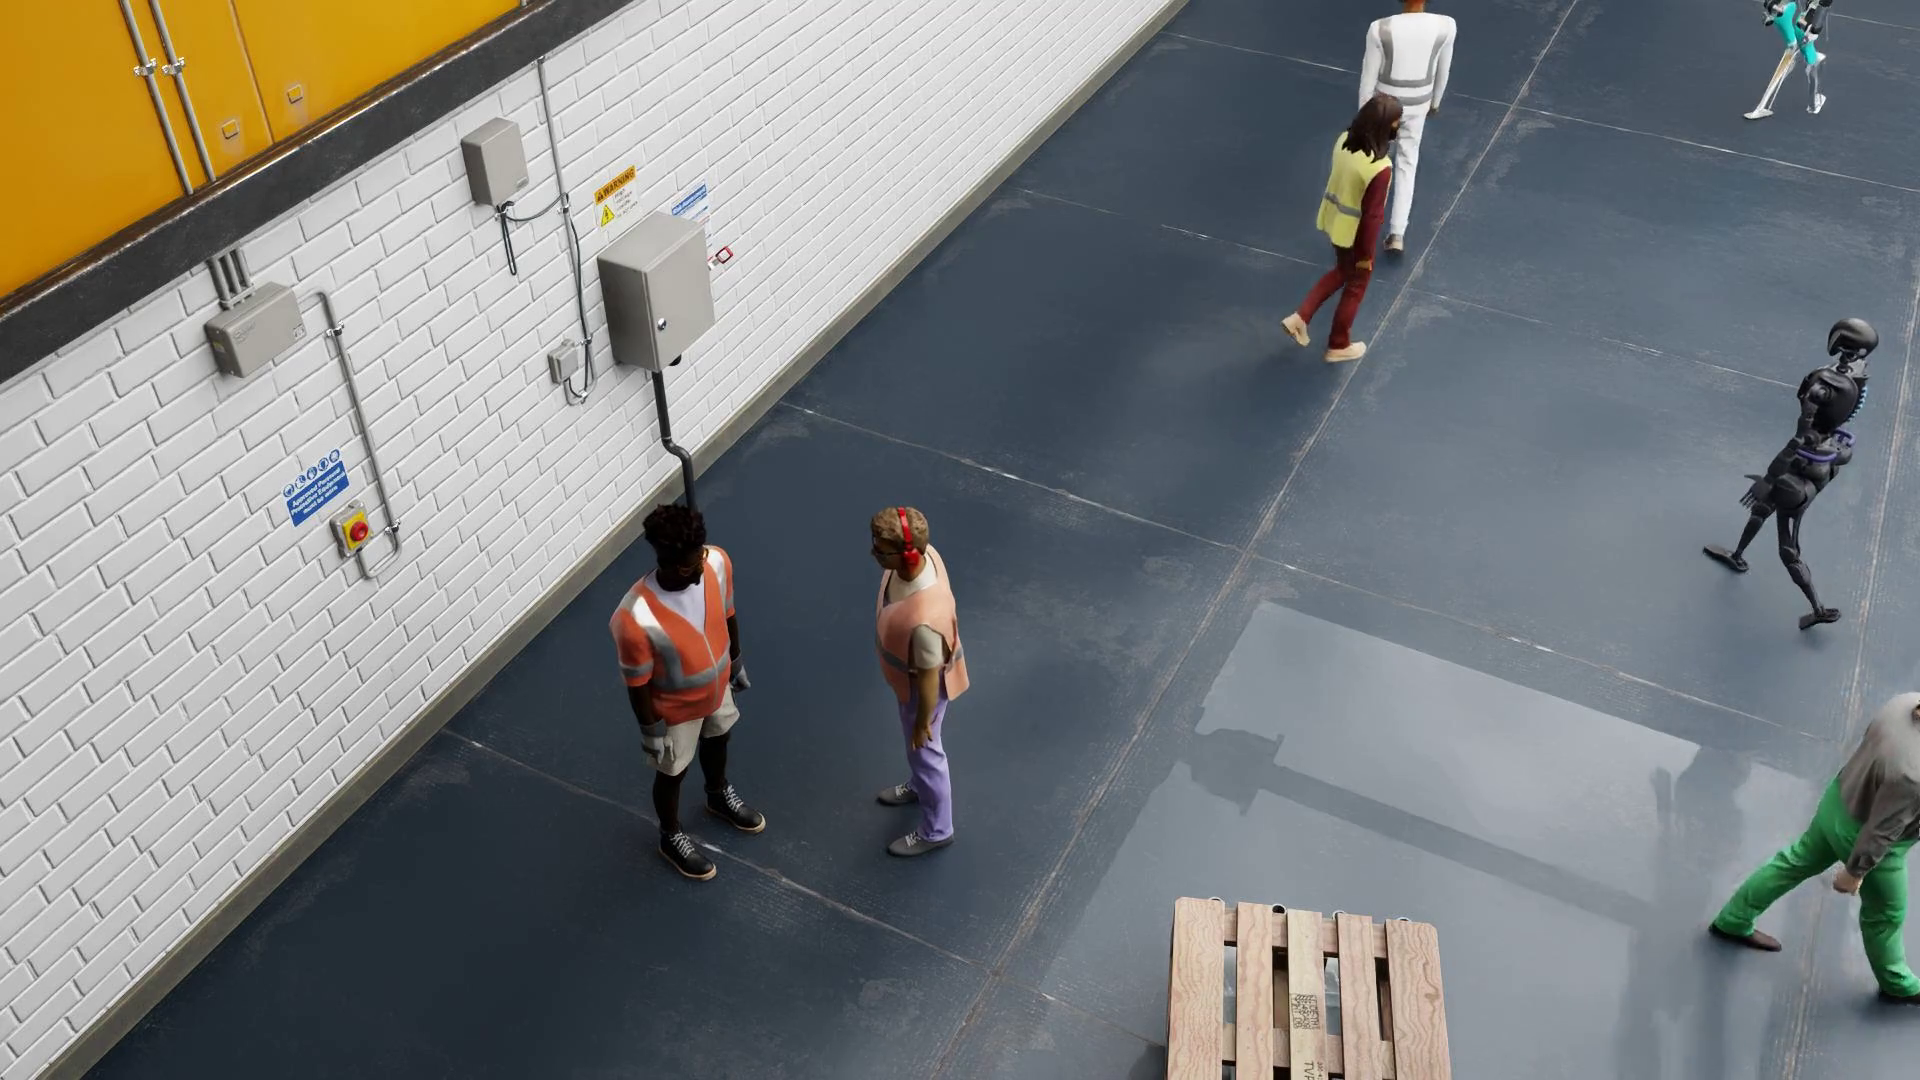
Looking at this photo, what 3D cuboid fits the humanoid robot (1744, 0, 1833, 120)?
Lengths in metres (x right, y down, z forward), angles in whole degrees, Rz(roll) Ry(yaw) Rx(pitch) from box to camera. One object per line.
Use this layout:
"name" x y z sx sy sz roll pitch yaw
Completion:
"humanoid robot" 6.330 -3.889 12.269 0.889 1.831 0.555 -18 44 -20

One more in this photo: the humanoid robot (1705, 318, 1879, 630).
"humanoid robot" 4.226 -0.335 8.196 0.599 1.647 0.799 -28 48 -28

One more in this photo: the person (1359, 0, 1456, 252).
"person" 2.891 -2.844 10.934 0.574 1.842 0.952 5 41 5

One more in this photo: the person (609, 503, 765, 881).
"person" -1.108 0.615 6.837 0.381 1.957 0.601 26 47 27

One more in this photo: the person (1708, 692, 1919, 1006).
"person" 3.593 1.107 6.387 0.941 1.791 0.511 9 42 10

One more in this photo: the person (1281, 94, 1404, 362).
"person" 2.283 -1.793 9.776 0.479 1.756 0.481 -13 42 -15

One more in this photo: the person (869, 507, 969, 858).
"person" -0.162 0.583 6.962 0.378 1.837 0.562 -7 41 -8
